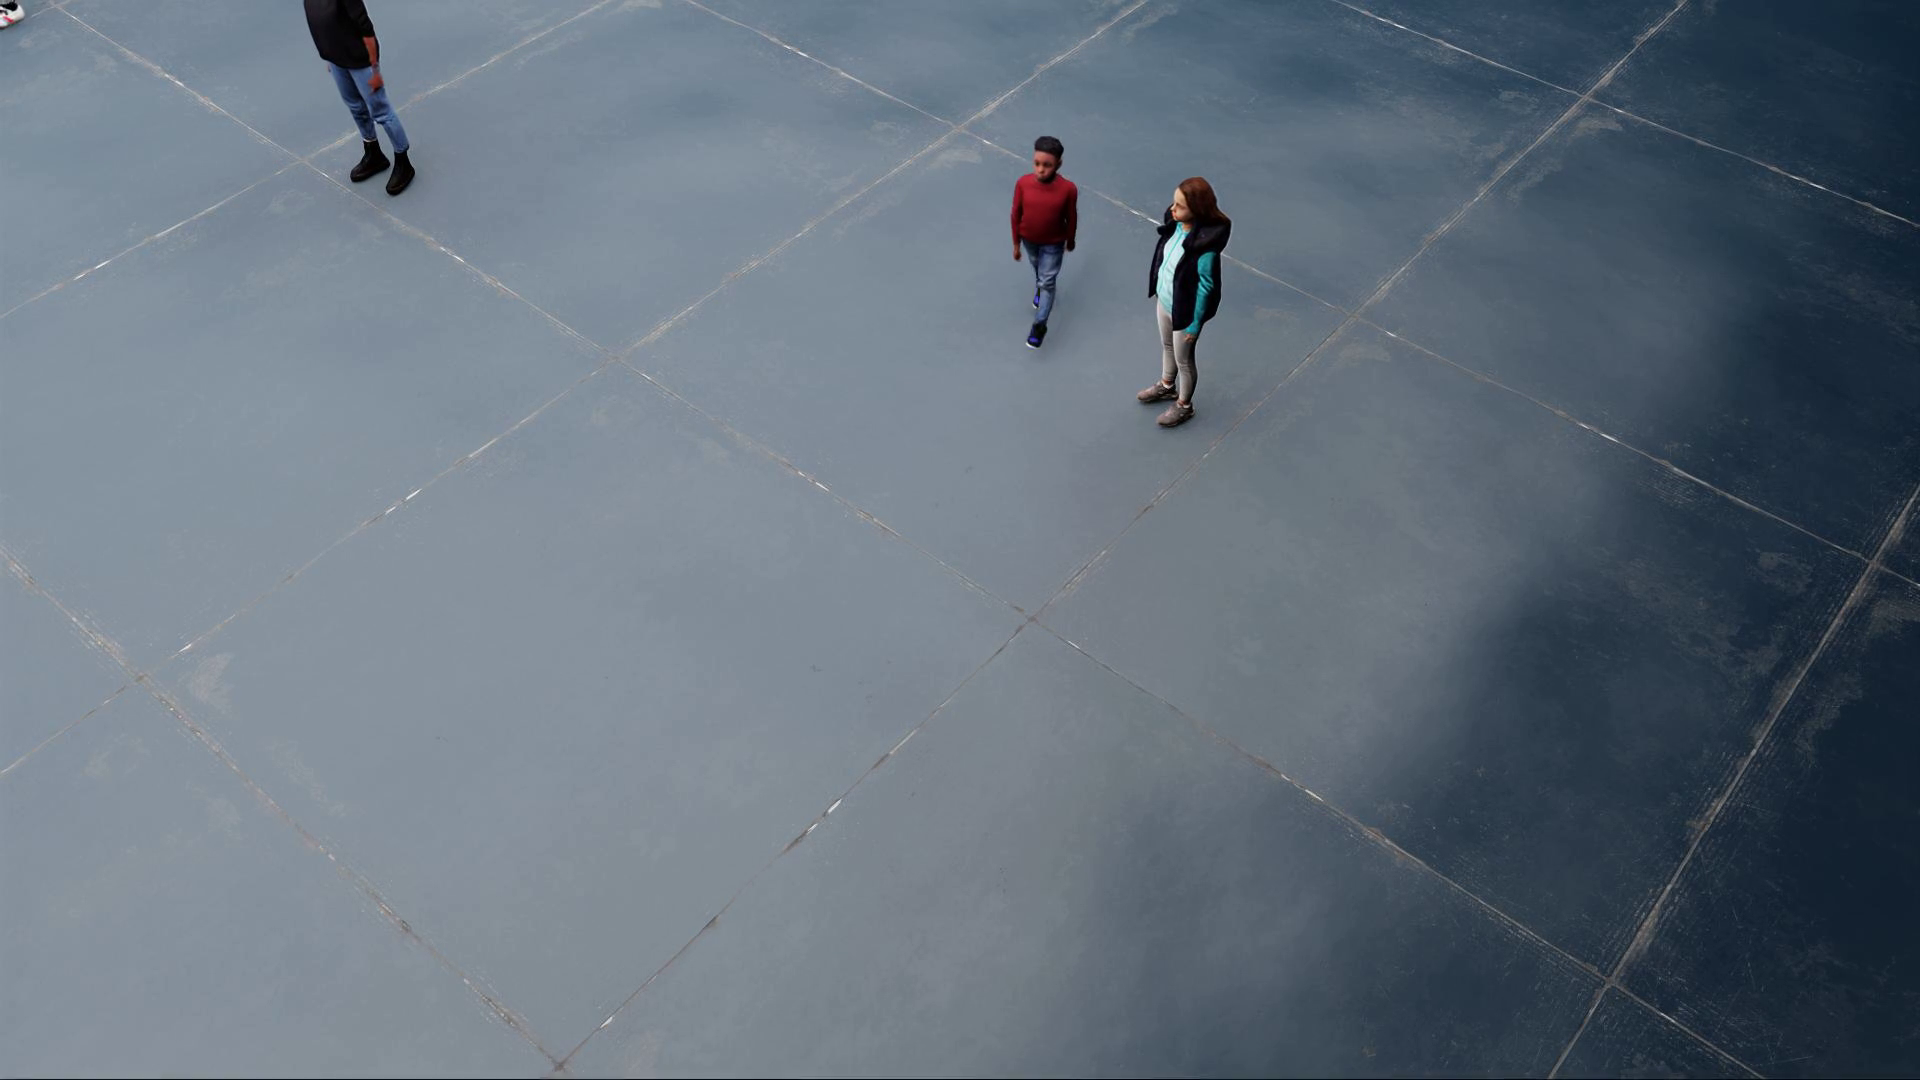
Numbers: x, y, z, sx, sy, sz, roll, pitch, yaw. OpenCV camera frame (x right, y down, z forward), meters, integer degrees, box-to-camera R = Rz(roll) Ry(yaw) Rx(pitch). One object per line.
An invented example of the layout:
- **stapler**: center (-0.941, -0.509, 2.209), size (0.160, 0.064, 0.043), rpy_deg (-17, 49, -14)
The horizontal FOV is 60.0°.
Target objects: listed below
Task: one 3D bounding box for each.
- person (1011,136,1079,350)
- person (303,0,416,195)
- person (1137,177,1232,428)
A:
- **person**: center (0.477, -1.728, 9.208), size (0.701, 1.227, 0.939), rpy_deg (13, 49, 12)
- **person**: center (-3.626, -2.874, 9.945), size (0.601, 1.701, 0.578), rpy_deg (24, 52, 20)
- **person**: center (1.149, -1.229, 8.561), size (0.706, 1.499, 0.675), rpy_deg (-18, 50, -16)
